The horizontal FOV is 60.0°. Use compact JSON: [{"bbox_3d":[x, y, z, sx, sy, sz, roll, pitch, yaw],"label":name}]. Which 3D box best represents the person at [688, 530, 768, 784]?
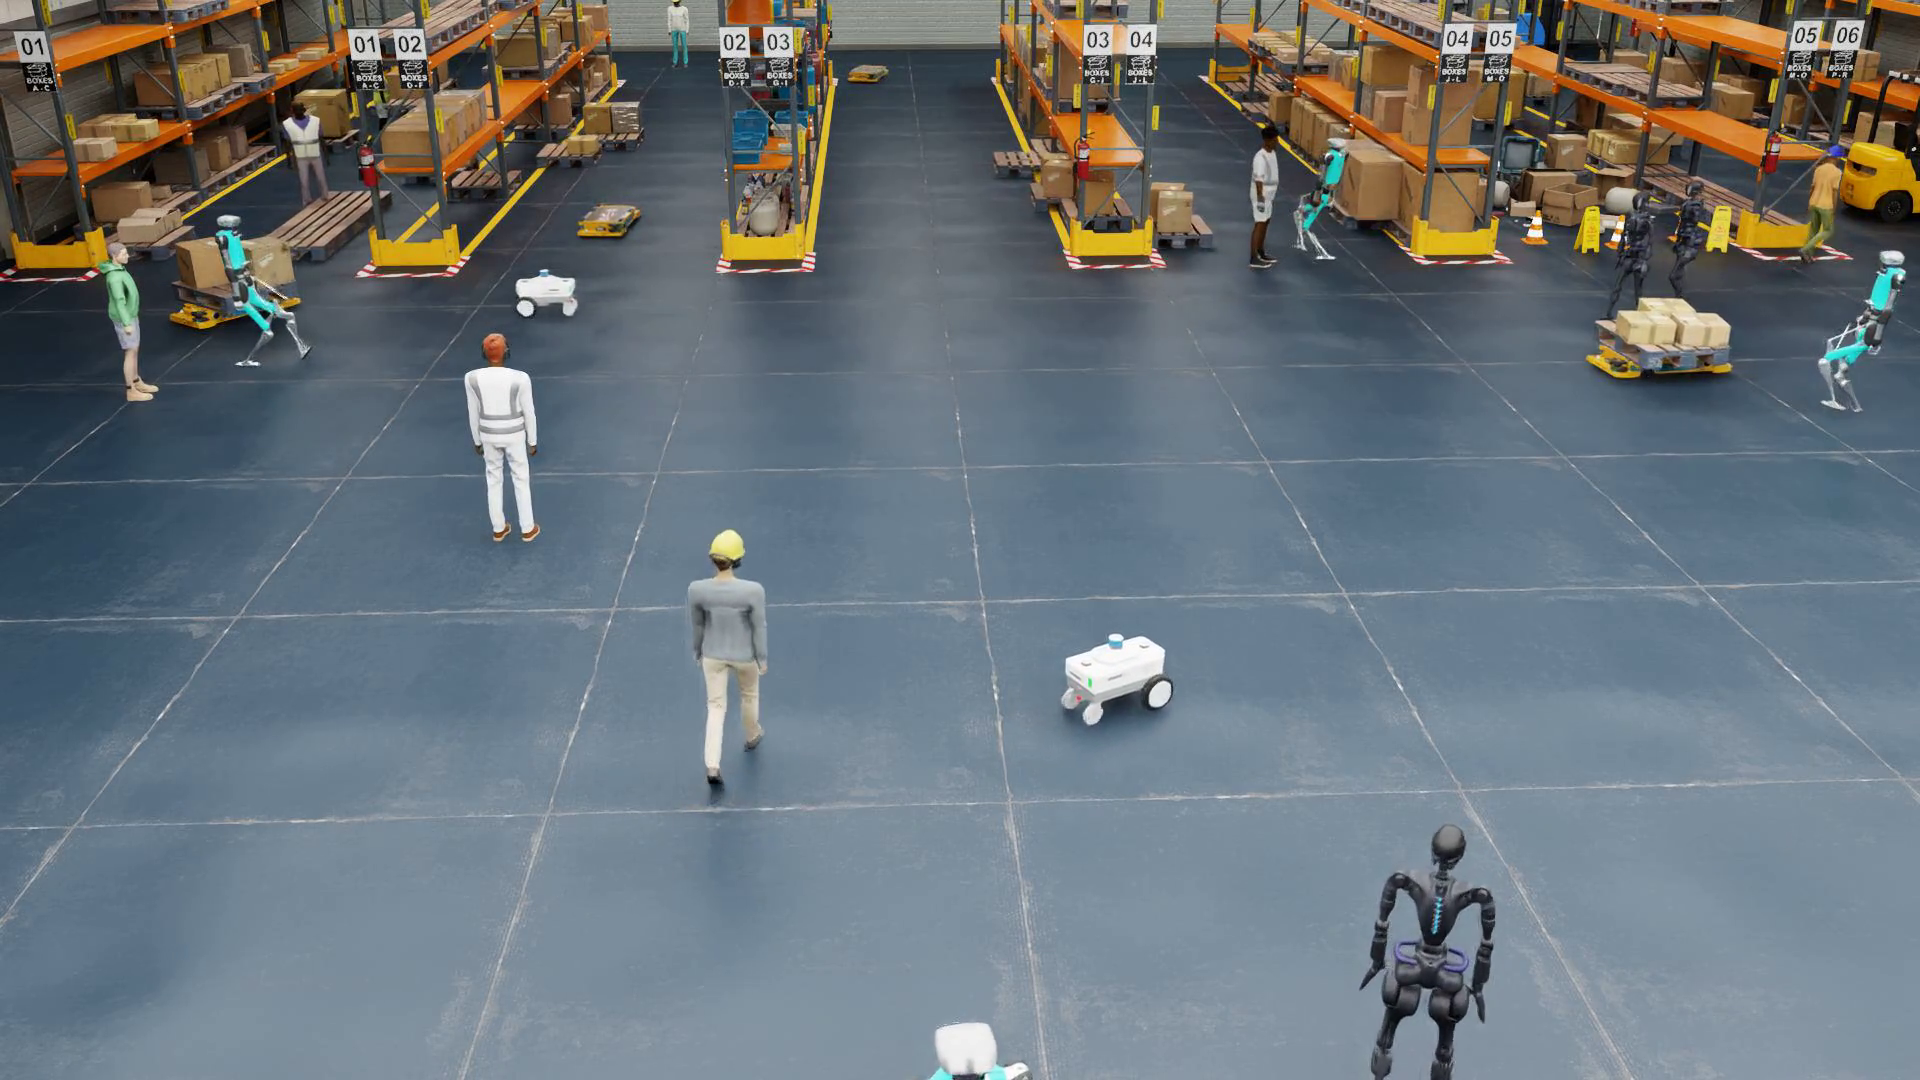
[{"bbox_3d":[-1.532,0.756,10.992,0.535,1.730,0.853,2,24,3],"label":"person"}]

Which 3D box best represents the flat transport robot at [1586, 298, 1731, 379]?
[{"bbox_3d":[8.040,-2.082,19.151,1.431,0.231,0.659,-4,24,-9],"label":"flat transport robot"}]

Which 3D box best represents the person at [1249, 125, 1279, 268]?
[{"bbox_3d":[4.248,-4.800,23.181,0.380,1.963,0.609,11,26,24],"label":"person"}]

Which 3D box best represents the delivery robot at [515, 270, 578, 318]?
[{"bbox_3d":[-5.287,-3.132,21.177,0.812,0.609,0.499,-2,24,-4],"label":"delivery robot"}]

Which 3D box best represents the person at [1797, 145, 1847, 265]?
[{"bbox_3d":[11.969,-4.632,23.116,0.505,1.698,0.451,-9,26,-20],"label":"person"}]

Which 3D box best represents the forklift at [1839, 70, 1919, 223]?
[{"bbox_3d":[15.132,-6.143,25.915,2.313,2.155,1.214,-1,24,-2],"label":"forklift"}]

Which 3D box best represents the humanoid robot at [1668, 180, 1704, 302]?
[{"bbox_3d":[9.238,-3.772,21.208,0.340,1.647,0.610,2,24,5],"label":"humanoid robot"}]

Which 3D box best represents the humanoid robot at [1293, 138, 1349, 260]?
[{"bbox_3d":[5.006,-4.853,23.565,0.939,1.723,0.530,21,31,39],"label":"humanoid robot"}]

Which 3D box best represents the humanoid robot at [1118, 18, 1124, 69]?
[{"bbox_3d":[3.723,-12.043,39.709,0.551,1.727,1.011,-15,28,-30],"label":"humanoid robot"}]

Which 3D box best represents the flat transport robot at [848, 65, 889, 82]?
[{"bbox_3d":[-2.153,-10.963,39.106,0.659,0.231,1.431,4,24,10],"label":"flat transport robot"}]

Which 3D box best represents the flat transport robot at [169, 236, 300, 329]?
[{"bbox_3d":[-9.226,-2.982,21.173,0.659,0.231,1.431,16,29,32],"label":"flat transport robot"}]

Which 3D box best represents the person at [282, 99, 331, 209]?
[{"bbox_3d":[-10.184,-5.949,25.920,0.621,1.823,0.453,-11,26,-23],"label":"person"}]

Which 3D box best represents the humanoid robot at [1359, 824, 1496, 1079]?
[{"bbox_3d":[2.236,2.115,7.985,0.598,1.638,0.383,7,25,14],"label":"humanoid robot"}]

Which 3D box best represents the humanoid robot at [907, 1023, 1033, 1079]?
[{"bbox_3d":[-0.065,2.640,6.866,0.545,1.898,0.765,-7,25,-16],"label":"humanoid robot"}]

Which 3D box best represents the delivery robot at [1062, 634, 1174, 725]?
[{"bbox_3d":[1.135,0.968,11.970,0.803,0.614,0.499,-14,28,-29],"label":"delivery robot"}]

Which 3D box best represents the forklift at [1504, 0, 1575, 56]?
[{"bbox_3d":[14.700,-13.805,42.301,1.873,2.768,1.129,-1,24,-2],"label":"forklift"}]

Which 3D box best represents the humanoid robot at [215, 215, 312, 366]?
[{"bbox_3d":[-7.932,-2.851,19.102,0.951,1.778,0.567,-2,24,-4],"label":"humanoid robot"}]

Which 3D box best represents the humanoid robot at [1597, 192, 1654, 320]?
[{"bbox_3d":[8.367,-3.496,20.640,0.653,1.643,0.585,-8,25,-17],"label":"humanoid robot"}]

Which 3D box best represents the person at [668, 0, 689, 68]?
[{"bbox_3d":[-6.863,-12.420,40.550,0.524,1.759,0.325,2,24,5],"label":"person"}]

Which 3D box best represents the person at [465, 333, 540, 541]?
[{"bbox_3d":[-3.963,-0.881,14.483,0.565,1.878,0.353,-1,24,-3],"label":"person"}]

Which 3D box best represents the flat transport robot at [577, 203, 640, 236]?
[{"bbox_3d":[-5.374,-4.893,25.467,0.659,0.231,1.431,1,24,1],"label":"flat transport robot"}]

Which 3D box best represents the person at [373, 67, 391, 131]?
[{"bbox_3d":[-10.800,-8.189,31.114,0.322,1.696,0.530,-8,25,-18],"label":"person"}]

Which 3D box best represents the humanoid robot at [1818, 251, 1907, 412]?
[{"bbox_3d":[9.383,-2.175,17.568,0.830,1.776,0.580,4,24,10],"label":"humanoid robot"}]

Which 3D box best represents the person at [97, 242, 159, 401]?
[{"bbox_3d":[-9.015,-2.364,17.989,0.315,1.733,0.475,-7,25,-16],"label":"person"}]

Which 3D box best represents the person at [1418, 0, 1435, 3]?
[{"bbox_3d":[11.727,-13.057,41.930,0.395,1.799,0.587,-14,28,-29],"label":"person"}]
